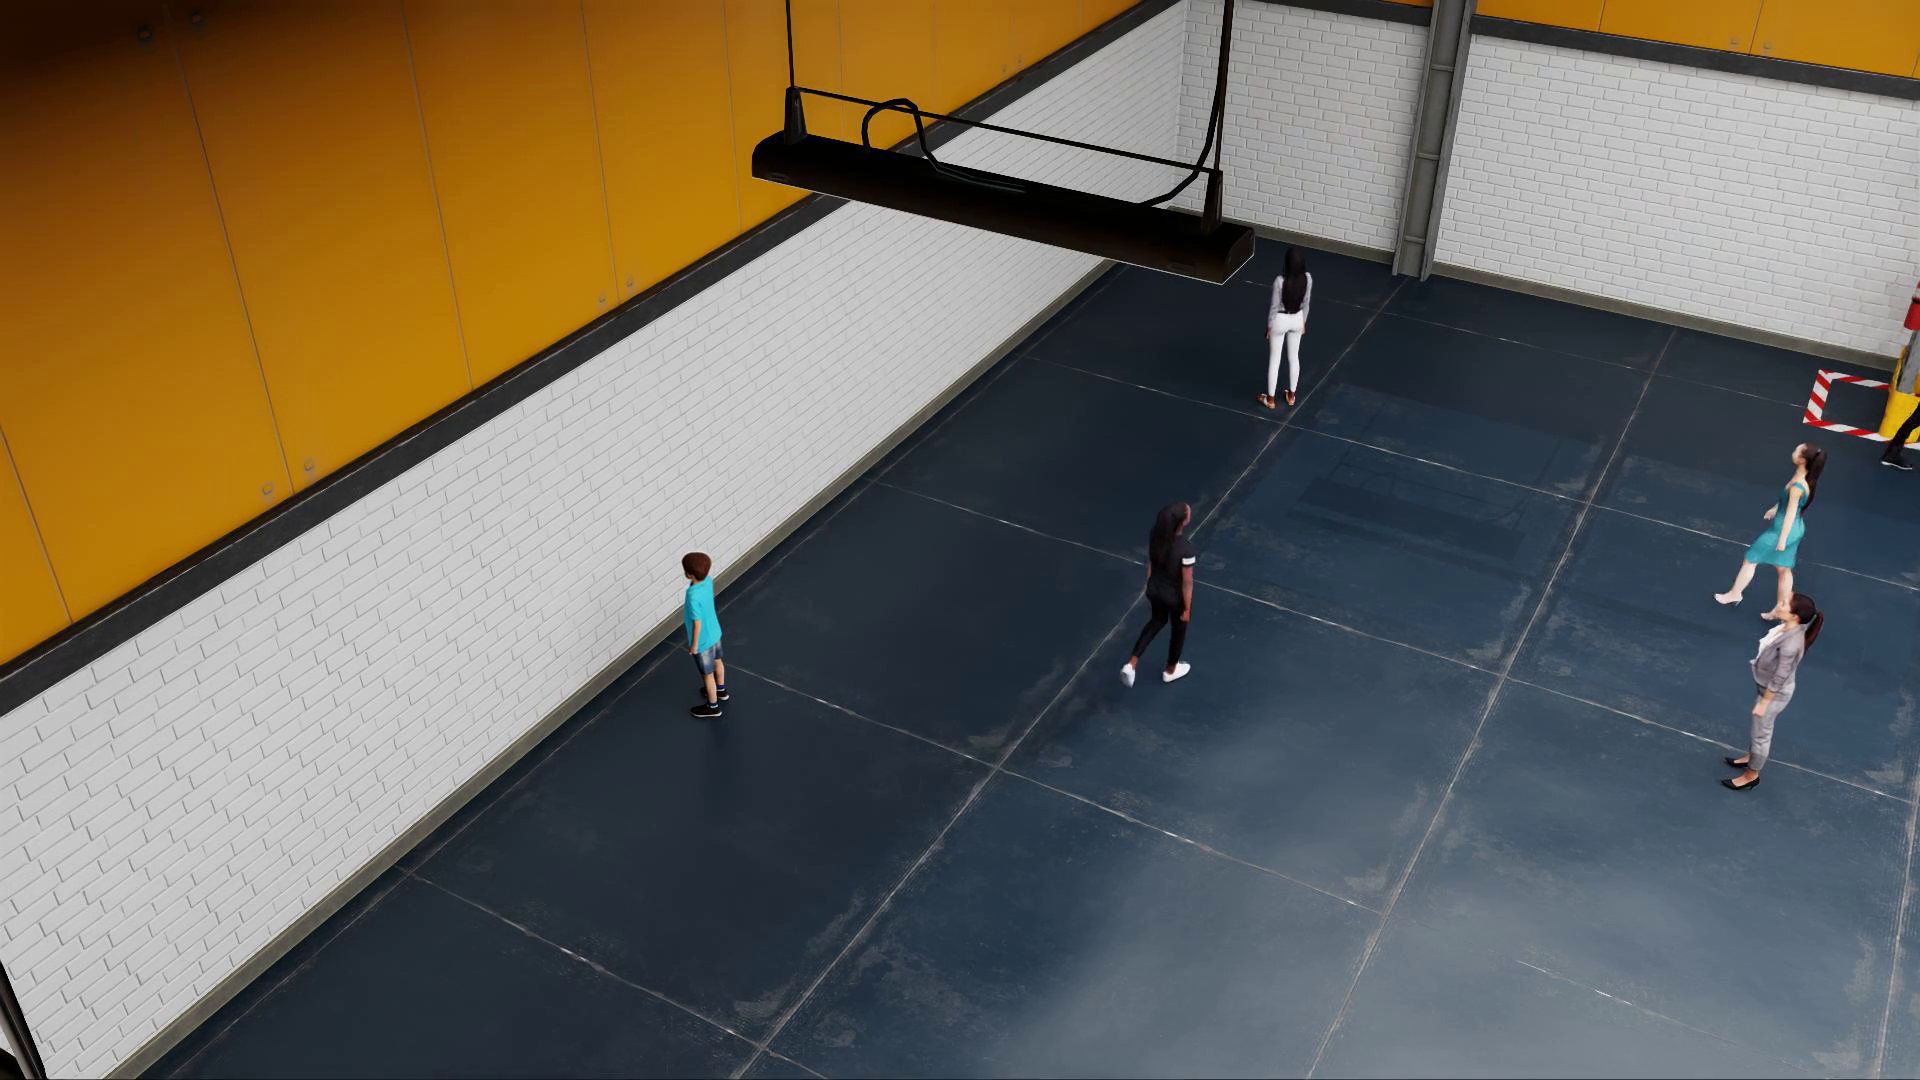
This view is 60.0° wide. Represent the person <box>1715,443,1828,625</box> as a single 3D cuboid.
[{"bbox_3d":[6.794,-0.021,13.547,0.675,1.663,0.860,-28,43,-36],"label":"person"}]

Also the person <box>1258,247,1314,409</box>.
[{"bbox_3d":[3.275,-2.141,16.681,0.666,1.725,0.725,-9,35,-13],"label":"person"}]

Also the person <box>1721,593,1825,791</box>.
[{"bbox_3d":[5.804,1.082,11.874,0.568,1.678,0.607,19,38,26],"label":"person"}]

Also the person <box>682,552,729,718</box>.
[{"bbox_3d":[-1.940,0.700,12.656,0.574,1.449,0.578,7,34,10],"label":"person"}]

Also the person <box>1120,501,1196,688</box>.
[{"bbox_3d":[1.547,0.453,12.791,0.872,1.711,0.974,-25,41,-33],"label":"person"}]
